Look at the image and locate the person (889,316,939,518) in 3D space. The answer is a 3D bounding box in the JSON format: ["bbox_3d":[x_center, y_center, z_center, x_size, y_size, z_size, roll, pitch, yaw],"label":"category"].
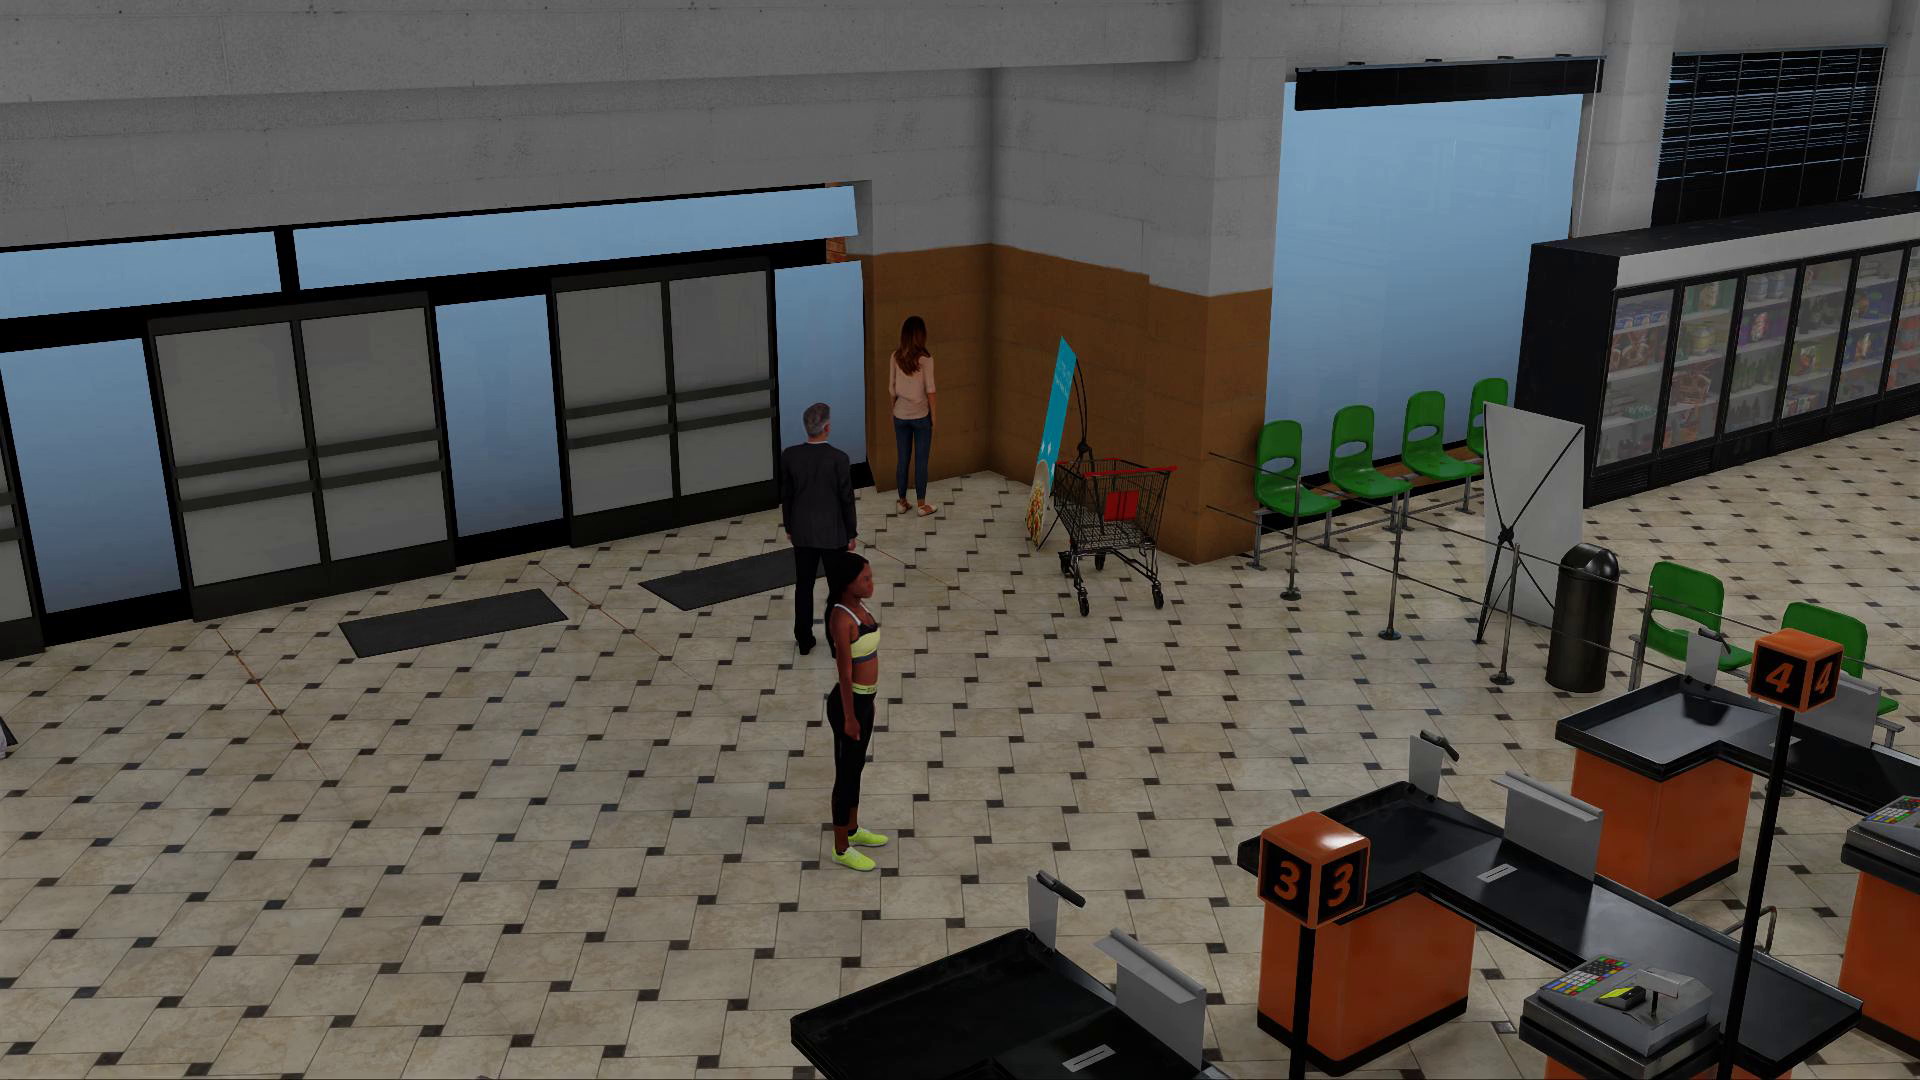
[{"bbox_3d":[-0.425,-1.104,14.813,0.620,1.790,0.734,9,20,24],"label":"person"}]

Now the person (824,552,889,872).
[{"bbox_3d":[-0.588,0.899,8.927,0.696,1.755,0.640,4,19,11],"label":"person"}]

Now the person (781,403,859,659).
[{"bbox_3d":[-0.978,-0.071,11.670,0.775,1.842,0.864,5,19,15],"label":"person"}]
